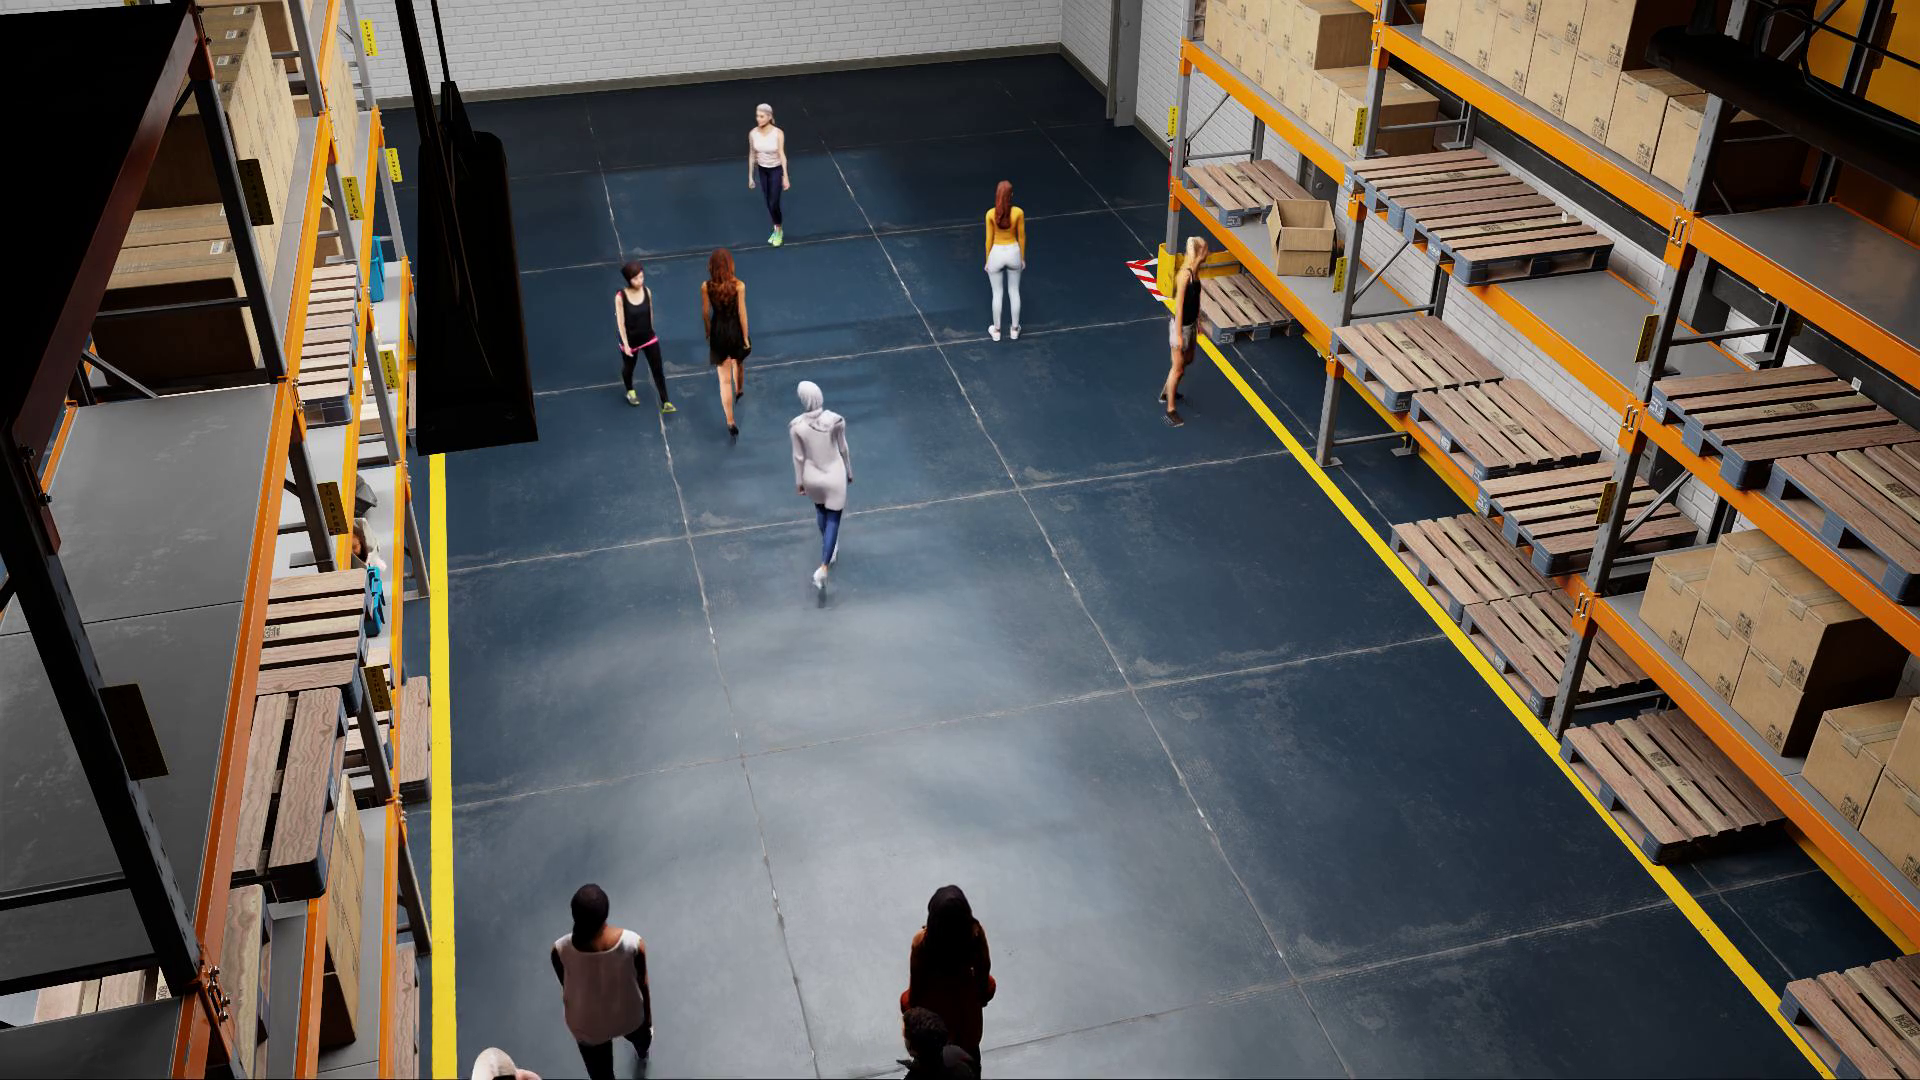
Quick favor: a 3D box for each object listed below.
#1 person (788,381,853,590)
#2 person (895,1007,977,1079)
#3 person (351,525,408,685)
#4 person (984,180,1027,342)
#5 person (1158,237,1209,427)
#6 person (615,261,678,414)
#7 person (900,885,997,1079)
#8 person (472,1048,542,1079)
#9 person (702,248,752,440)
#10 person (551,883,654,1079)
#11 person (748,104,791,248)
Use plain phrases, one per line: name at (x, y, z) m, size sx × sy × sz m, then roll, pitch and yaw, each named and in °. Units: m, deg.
person at (-1.112, -0.427, 13.509) m, size 0.876 × 1.747 × 1.141 m, roll 4°, pitch 34°, yaw 6°
person at (-0.087, 3.041, 8.128) m, size 1.065 × 1.929 × 0.971 m, roll 25°, pitch 41°, yaw 33°
person at (-4.292, 0.576, 12.072) m, size 0.643 × 1.669 × 0.606 m, roll -4°, pitch 34°, yaw -6°
person at (0.468, -2.893, 17.216) m, size 0.628 × 1.750 × 0.615 m, roll -2°, pitch 34°, yaw -3°
person at (2.118, -2.015, 15.826) m, size 0.871 × 1.827 × 0.787 m, roll 24°, pitch 41°, yaw 32°
person at (-3.148, -1.963, 16.030) m, size 0.757 × 1.514 × 1.046 m, roll -21°, pitch 39°, yaw -28°
person at (-0.060, 2.530, 9.084) m, size 0.684 × 1.720 × 0.564 m, roll -9°, pitch 35°, yaw -13°
person at (-2.286, 3.054, 8.333) m, size 0.983 × 1.679 × 1.227 m, roll -27°, pitch 42°, yaw -35°
person at (-2.187, -1.789, 15.533) m, size 0.770 × 1.775 × 1.191 m, roll -1°, pitch 34°, yaw -1°
person at (-1.934, 2.595, 9.048) m, size 0.727 × 1.651 × 1.070 m, roll -5°, pitch 34°, yaw -7°
person at (-2.161, -4.276, 19.355) m, size 0.762 × 1.687 × 0.812 m, roll 13°, pitch 36°, yaw 18°
